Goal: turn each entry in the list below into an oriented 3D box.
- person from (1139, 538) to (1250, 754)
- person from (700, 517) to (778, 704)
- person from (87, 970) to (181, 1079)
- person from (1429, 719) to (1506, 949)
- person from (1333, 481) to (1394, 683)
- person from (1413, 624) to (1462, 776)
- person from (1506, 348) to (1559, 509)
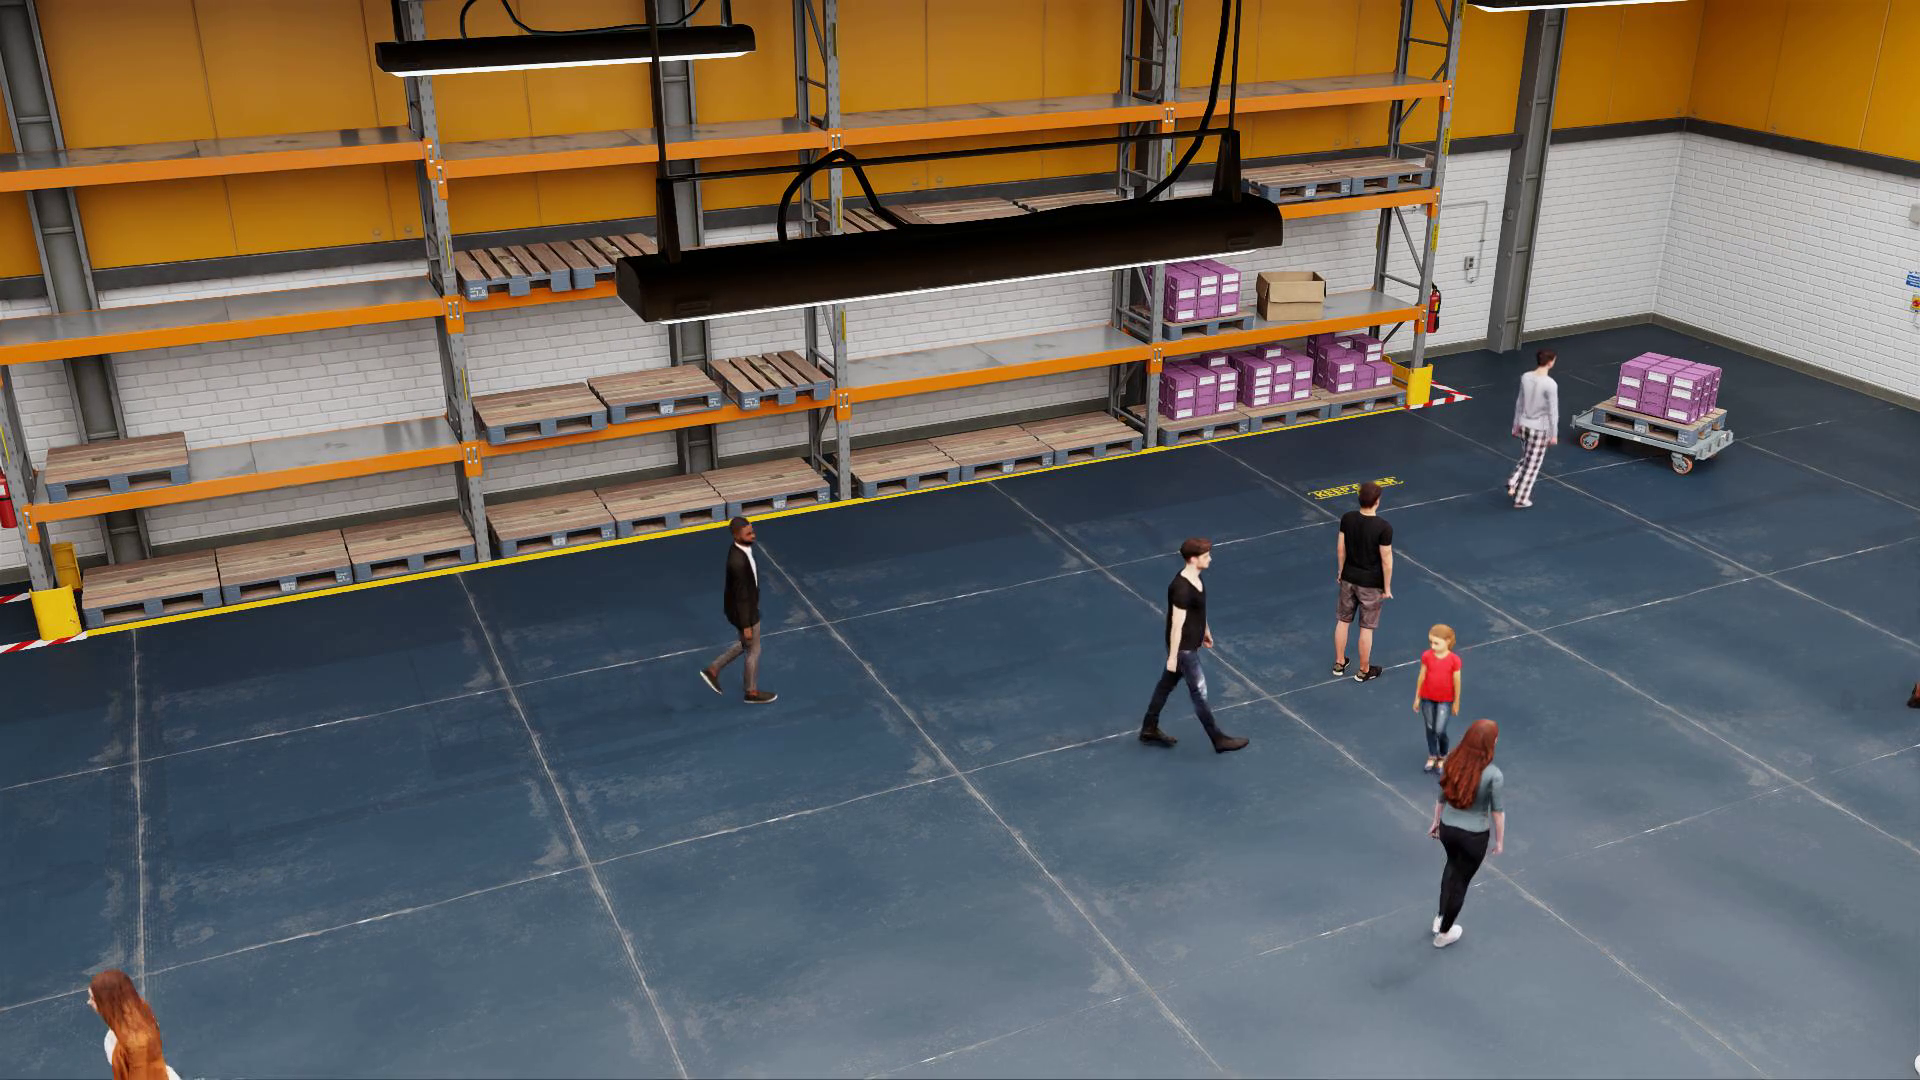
[{"bbox_3d":[1.710,0.857,13.408,1.258,1.857,1.148,6,24,13],"label":"person"},{"bbox_3d":[-1.912,0.617,14.050,0.990,1.783,0.860,-3,24,-7],"label":"person"},{"bbox_3d":[-4.171,2.949,8.832,0.979,1.689,0.728,-16,28,-32],"label":"person"},{"bbox_3d":[3.283,1.983,10.984,0.706,1.735,0.708,21,31,40],"label":"person"},{"bbox_3d":[3.512,0.347,14.568,0.758,1.863,0.748,18,29,35],"label":"person"},{"bbox_3d":[3.816,1.236,13.250,0.579,1.290,0.630,13,27,28],"label":"person"},{"bbox_3d":[6.199,-1.171,18.135,0.664,1.788,0.613,-12,26,-25],"label":"person"}]
